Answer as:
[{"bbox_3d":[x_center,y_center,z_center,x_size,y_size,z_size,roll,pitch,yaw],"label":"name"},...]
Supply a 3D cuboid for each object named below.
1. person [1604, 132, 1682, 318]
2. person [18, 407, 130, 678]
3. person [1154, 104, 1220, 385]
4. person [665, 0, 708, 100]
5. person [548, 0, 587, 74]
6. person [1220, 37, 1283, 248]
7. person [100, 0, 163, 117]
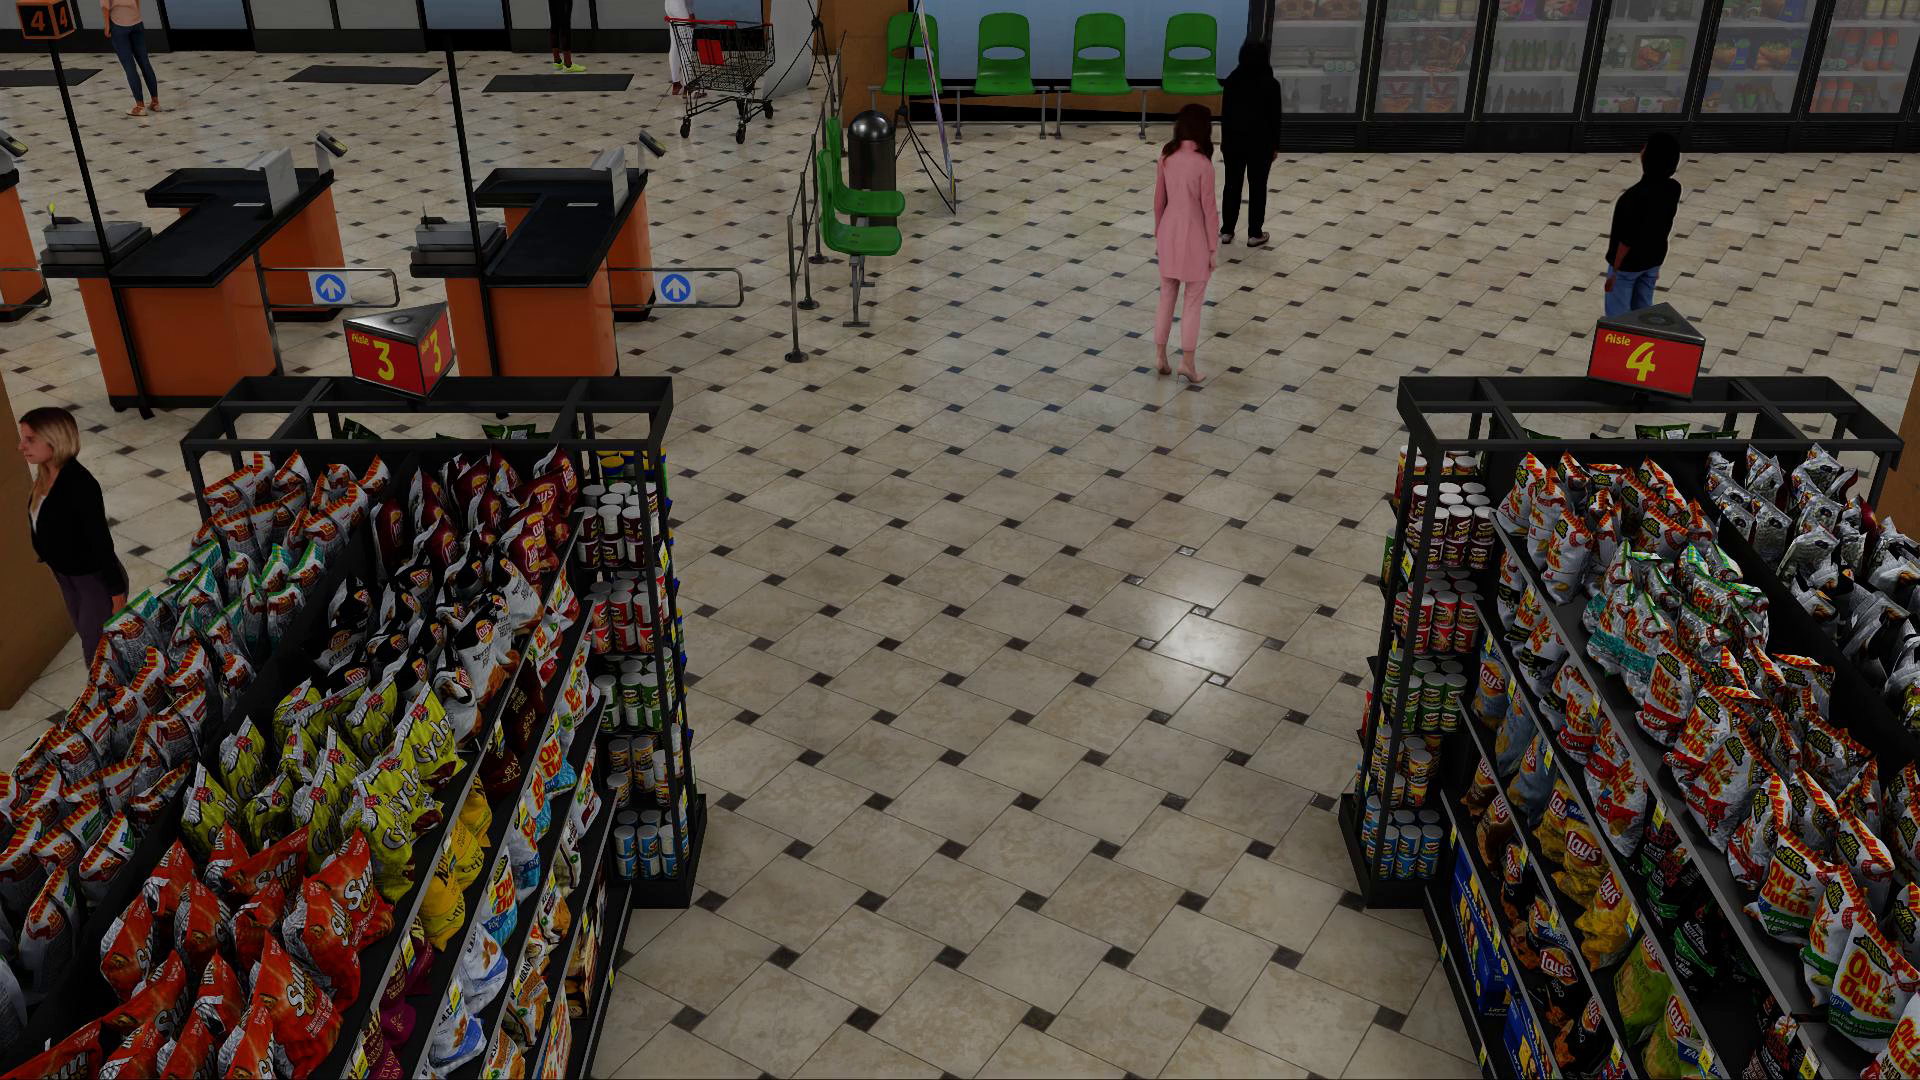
[{"bbox_3d":[4.222,-1.703,10.391,0.650,1.702,0.662,-13,31,-22],"label":"person"},{"bbox_3d":[-3.525,0.197,6.952,0.799,1.663,0.861,23,36,35],"label":"person"},{"bbox_3d":[1.421,-1.864,10.581,0.689,1.802,0.727,22,35,34],"label":"person"},{"bbox_3d":[-2.918,-5.494,17.311,0.734,1.725,0.644,-19,34,-31],"label":"person"},{"bbox_3d":[-4.437,-6.074,18.343,0.701,1.754,0.633,-24,37,-37],"label":"person"},{"bbox_3d":[2.270,-3.121,13.079,0.742,1.615,0.763,13,31,23],"label":"person"},{"bbox_3d":[-8.352,-5.169,16.645,0.725,1.792,0.611,14,32,24],"label":"person"}]
